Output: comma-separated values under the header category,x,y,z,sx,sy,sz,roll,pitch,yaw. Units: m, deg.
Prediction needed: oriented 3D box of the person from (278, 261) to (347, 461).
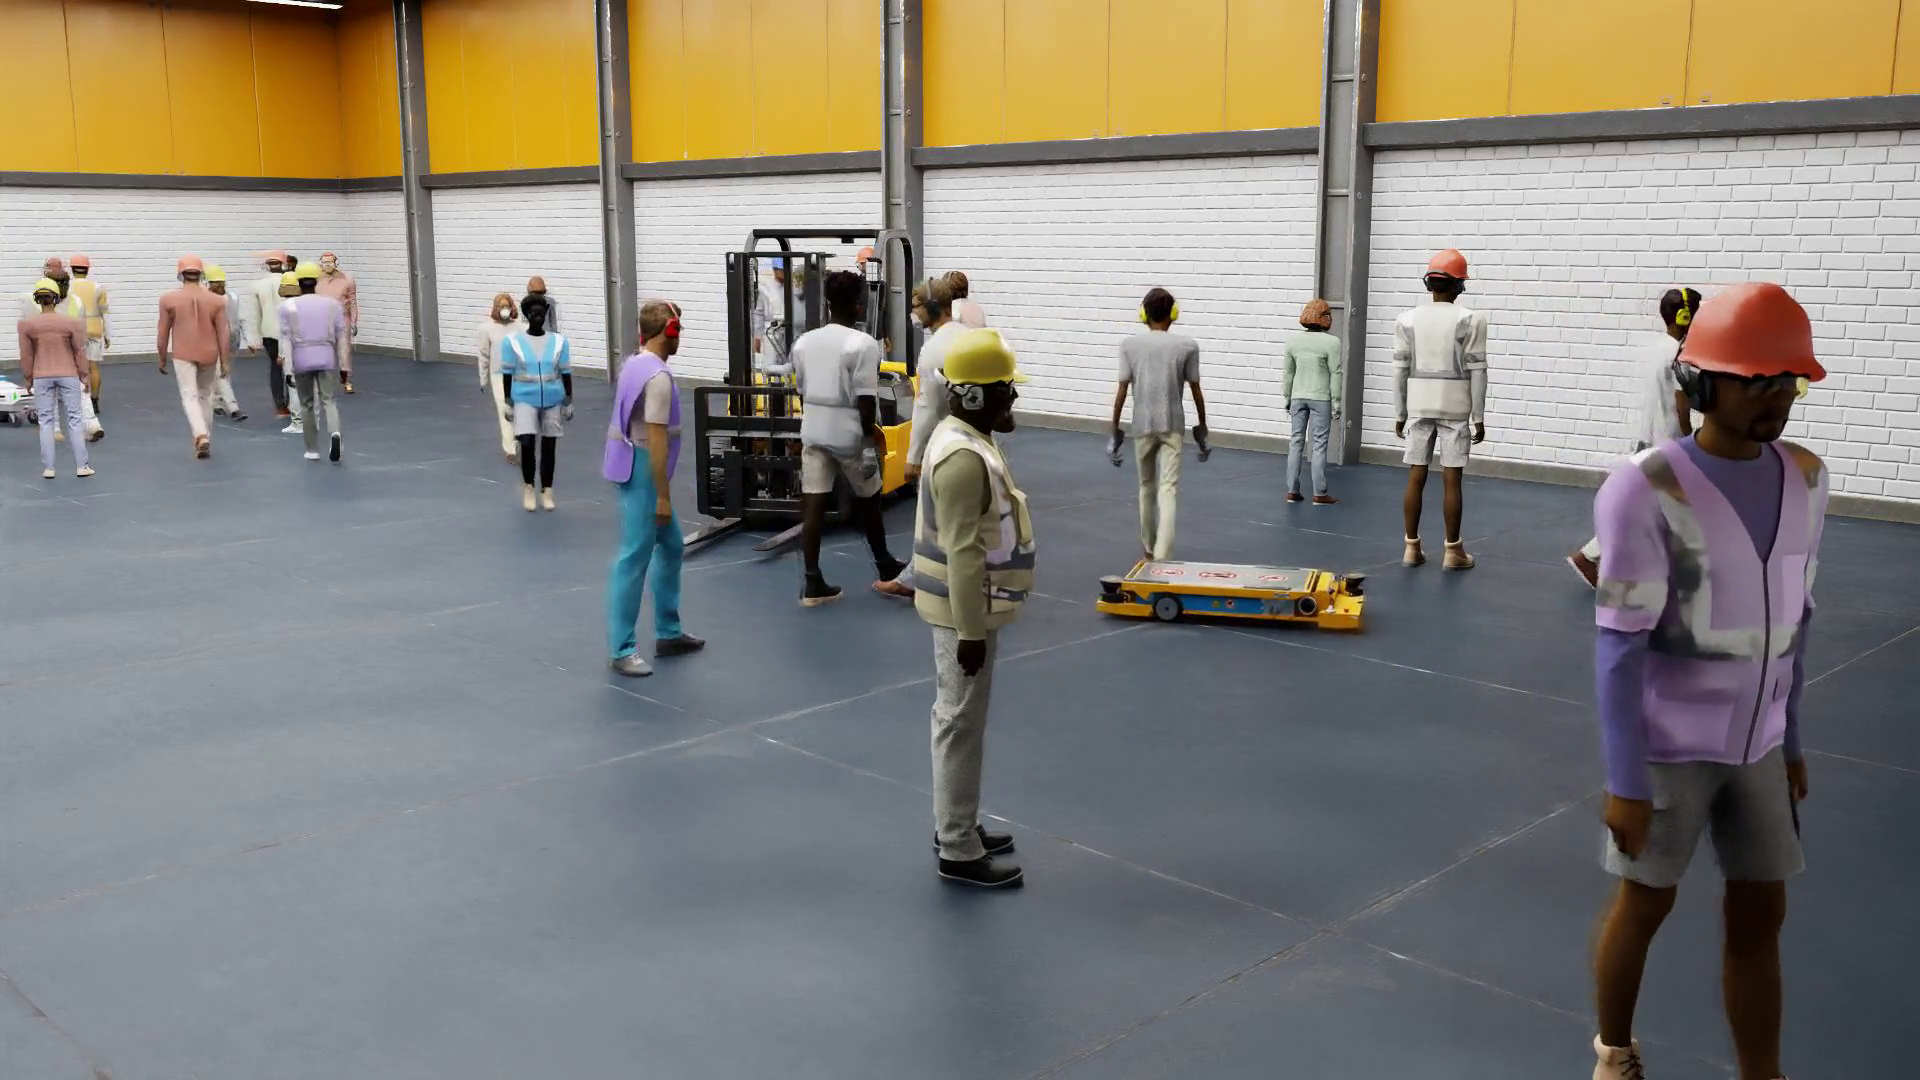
category,x,y,z,sx,sy,sz,roll,pitch,yaw
person,-6.050,-1.665,15.619,0.592,1.901,0.773,-7,12,-32

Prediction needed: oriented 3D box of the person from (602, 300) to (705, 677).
category,x,y,z,sx,sy,sz,roll,pitch,yaw
person,-1.509,-0.272,8.252,0.587,1.805,0.669,-3,11,-18

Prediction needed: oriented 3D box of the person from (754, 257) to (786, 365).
category,x,y,z,sx,sy,sz,roll,pitch,yaw
person,-2.102,-2.369,19.355,0.631,1.931,0.489,-6,12,-29

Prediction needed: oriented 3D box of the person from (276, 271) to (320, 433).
category,x,y,z,sx,sy,sz,roll,pitch,yaw
person,-7.215,-2.036,18.057,0.295,1.744,0.490,5,11,24

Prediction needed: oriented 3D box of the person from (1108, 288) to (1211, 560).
category,x,y,z,sx,sy,sz,roll,pitch,yaw
person,1.253,-0.659,10.388,0.606,1.806,1.018,2,11,11

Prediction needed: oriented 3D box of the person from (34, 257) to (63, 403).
category,x,y,z,sx,sy,sz,roll,pitch,yaw
person,-11.346,-2.625,20.963,0.971,1.866,0.654,4,11,19

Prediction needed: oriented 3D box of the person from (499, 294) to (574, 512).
category,x,y,z,sx,sy,sz,roll,pitch,yaw
person,-3.223,-1.041,12.767,0.552,1.682,0.436,-5,12,-27

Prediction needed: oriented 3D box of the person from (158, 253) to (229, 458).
category,x,y,z,sx,sy,sz,roll,pitch,yaw
person,-7.385,-1.781,16.080,0.609,1.965,0.955,-8,13,-39

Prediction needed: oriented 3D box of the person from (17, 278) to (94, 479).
category,x,y,z,sx,sy,sz,roll,pitch,yaw
person,-7.949,-1.416,14.629,0.522,1.764,0.318,-4,11,-20

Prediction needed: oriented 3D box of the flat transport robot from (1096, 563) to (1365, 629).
category,x,y,z,sx,sy,sz,roll,pitch,yaw
flat transport robot,1.535,0.293,9.376,1.431,0.197,0.652,3,11,16

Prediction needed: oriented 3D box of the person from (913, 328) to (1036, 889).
category,x,y,z,sx,sy,sz,roll,pitch,yaw
person,0.048,0.218,5.523,0.404,1.833,0.591,0,10,0

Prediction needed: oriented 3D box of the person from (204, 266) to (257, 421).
category,x,y,z,sx,sy,sz,roll,pitch,yaw
person,-8.529,-2.271,19.242,0.928,1.789,0.599,7,13,35

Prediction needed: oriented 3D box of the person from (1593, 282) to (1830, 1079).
category,x,y,z,sx,sy,sz,roll,pitch,yaw
person,1.722,0.458,3.698,0.639,2.041,0.574,-4,11,-19

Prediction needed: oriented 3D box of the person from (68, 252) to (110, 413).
category,x,y,z,sx,sy,sz,roll,pitch,yaw
person,-10.546,-2.489,20.040,0.578,1.917,0.536,-7,13,-34

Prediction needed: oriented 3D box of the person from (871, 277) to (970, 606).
category,x,y,z,sx,sy,sz,roll,pitch,yaw
person,-0.183,-0.505,9.284,0.924,1.897,0.639,3,11,15

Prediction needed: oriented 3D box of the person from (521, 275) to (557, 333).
category,x,y,z,sx,sy,sz,roll,pitch,yaw
person,-5.491,-2.662,21.855,0.684,1.615,0.503,10,14,43

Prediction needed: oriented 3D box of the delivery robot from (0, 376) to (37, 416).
category,x,y,z,sx,sy,sz,roll,pitch,yaw
delivery robot,-10.756,-1.601,18.675,0.707,0.478,0.477,3,11,15

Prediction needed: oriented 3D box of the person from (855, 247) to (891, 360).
category,x,y,z,sx,sy,sz,roll,pitch,yaw
person,-1.061,-2.332,18.986,0.608,1.995,0.377,-7,13,-35

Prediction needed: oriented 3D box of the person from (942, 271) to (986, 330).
category,x,y,z,sx,sy,sz,roll,pitch,yaw
person,-0.030,-1.372,14.211,0.431,1.836,0.619,7,12,33

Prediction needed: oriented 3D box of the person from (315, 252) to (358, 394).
category,x,y,z,sx,sy,sz,roll,pitch,yaw
person,-8.445,-2.912,22.392,0.646,1.908,0.408,-3,11,-18

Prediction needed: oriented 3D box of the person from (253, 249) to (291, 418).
category,x,y,z,sx,sy,sz,roll,pitch,yaw
person,-7.935,-2.424,19.570,0.647,1.961,0.669,1,10,8

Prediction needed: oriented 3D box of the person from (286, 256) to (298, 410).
category,x,y,z,sx,sy,sz,roll,pitch,yaw
person,-7.954,-2.462,20.016,0.861,1.883,0.594,7,13,35

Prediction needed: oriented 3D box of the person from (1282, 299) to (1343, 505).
category,x,y,z,sx,sy,sz,roll,pitch,yaw
person,2.801,-1.096,13.233,0.515,1.631,0.280,9,14,39

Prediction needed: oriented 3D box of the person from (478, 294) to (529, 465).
category,x,y,z,sx,sy,sz,roll,pitch,yaw
person,-4.269,-1.532,15.730,0.512,1.589,0.841,-5,11,-25

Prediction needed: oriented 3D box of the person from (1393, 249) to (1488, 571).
category,x,y,z,sx,sy,sz,roll,pitch,yaw
person,3.065,-0.823,10.623,0.605,2.045,0.381,7,13,34

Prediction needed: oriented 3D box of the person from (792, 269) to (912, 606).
category,x,y,z,sx,sy,sz,roll,pitch,yaw
person,-0.634,-0.616,9.796,0.633,1.924,0.948,7,12,32

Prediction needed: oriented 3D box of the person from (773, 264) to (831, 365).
category,x,y,z,sx,sy,sz,roll,pitch,yaw
person,-1.316,-1.526,14.897,1.023,1.891,0.649,-5,12,-26

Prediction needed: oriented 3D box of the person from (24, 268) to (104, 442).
category,x,y,z,sx,sy,sz,roll,pitch,yaw
person,-9.198,-1.877,17.063,0.999,1.782,0.637,9,14,41

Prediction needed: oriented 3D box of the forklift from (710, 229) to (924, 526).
category,x,y,z,sx,sy,sz,roll,pitch,yaw
forklift,-1.050,-1.319,12.920,1.214,2.155,2.313,2,11,13

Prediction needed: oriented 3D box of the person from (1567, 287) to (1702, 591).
category,x,y,z,sx,sy,sz,roll,pitch,yaw
person,4.128,-0.580,9.888,0.900,1.837,0.527,2,11,10
